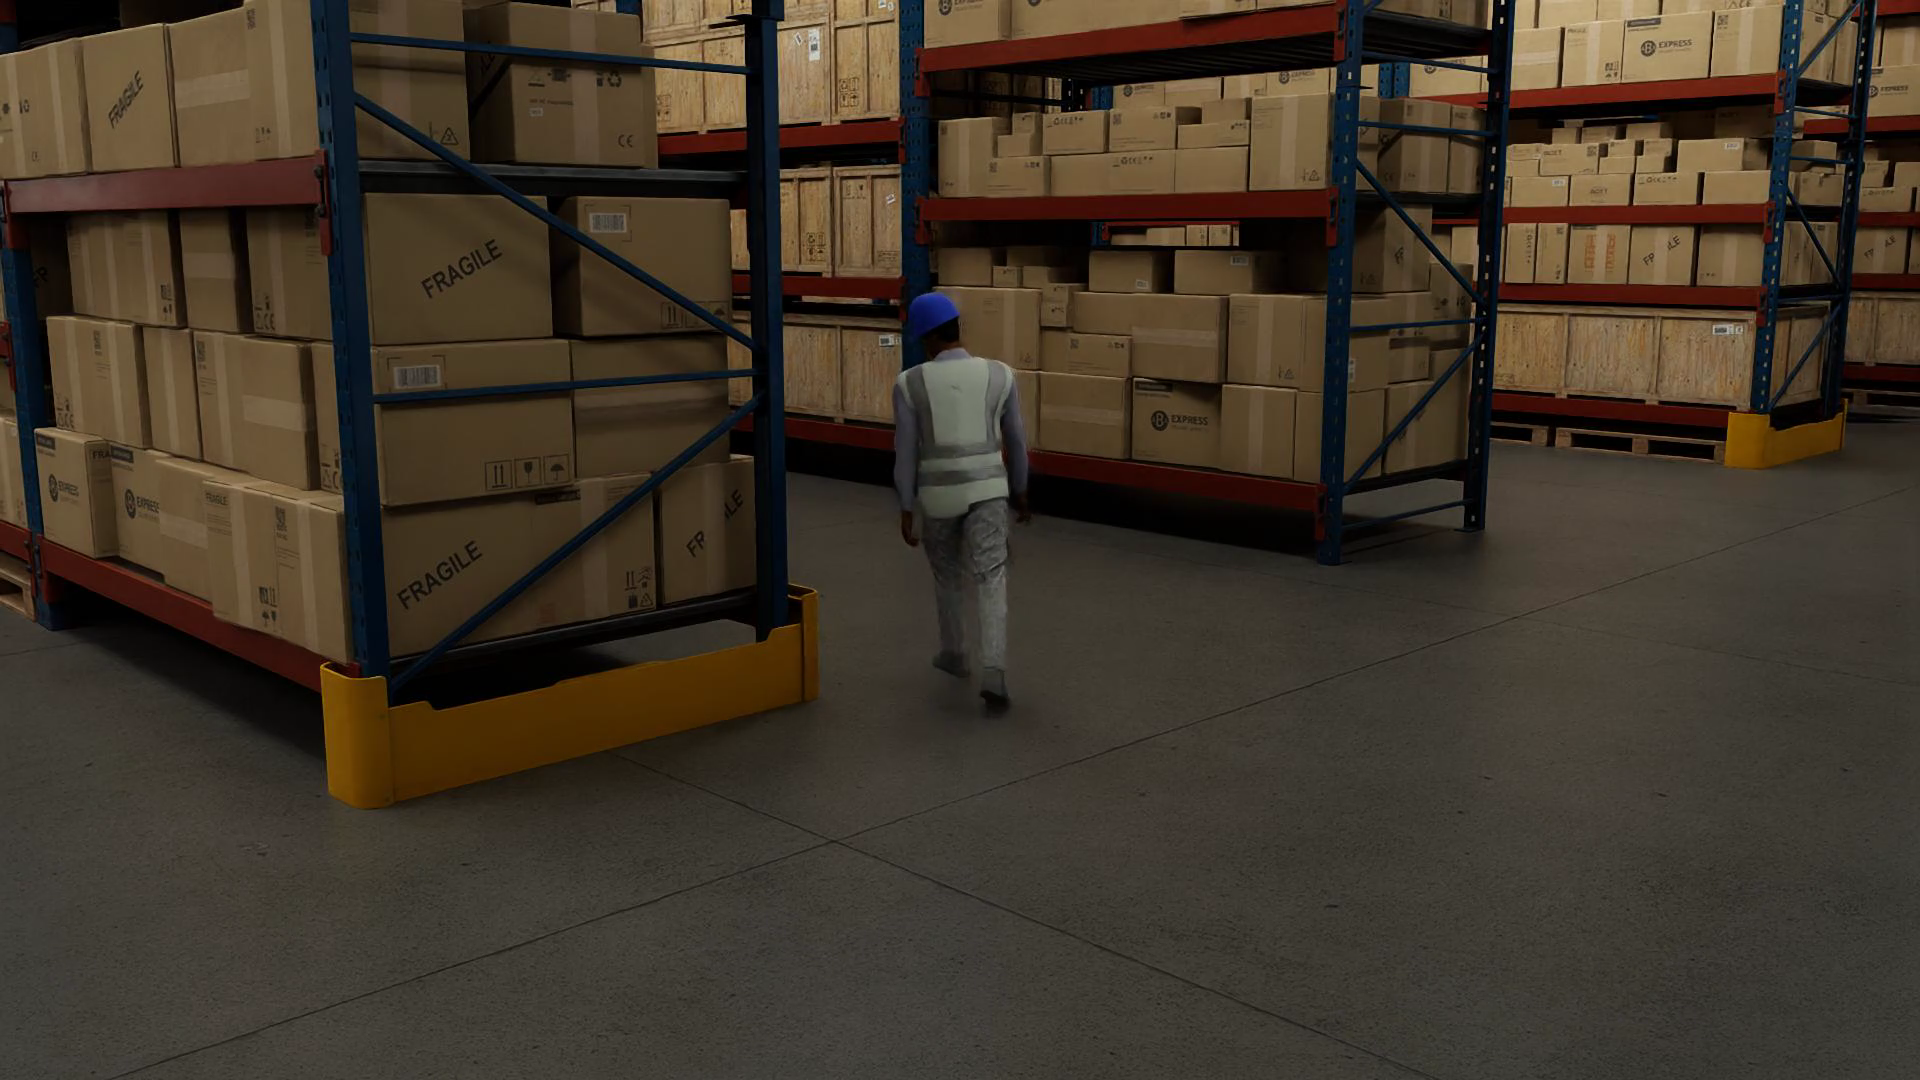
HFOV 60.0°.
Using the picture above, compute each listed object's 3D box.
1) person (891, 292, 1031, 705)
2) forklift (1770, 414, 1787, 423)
[{"bbox_3d":[0.016,-0.198,7.699,0.656,1.878,1.016,-1,10,-5],"label":"person"},{"bbox_3d":[8.938,-2.848,19.385,1.129,2.768,1.873,-10,14,-44],"label":"forklift"}]
